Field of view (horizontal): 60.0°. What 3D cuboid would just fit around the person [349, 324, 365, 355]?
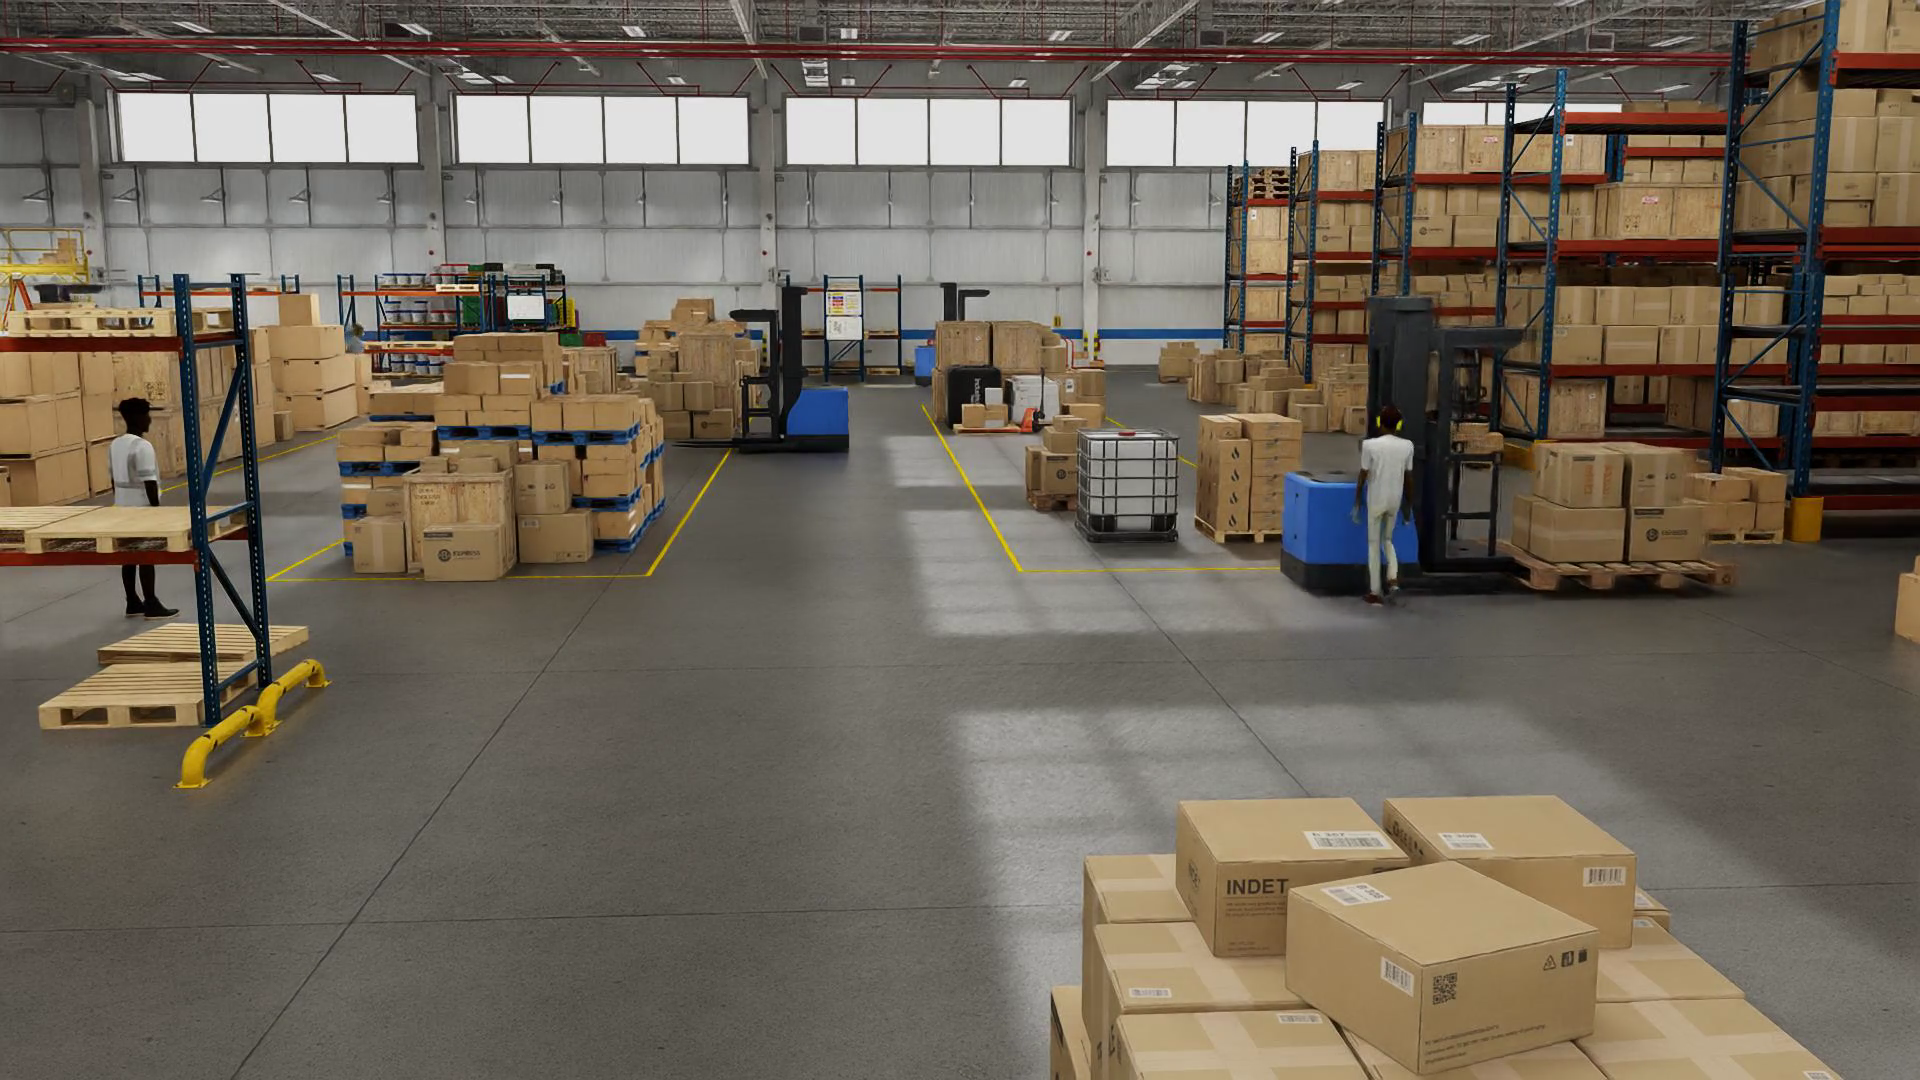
[{"bbox_3d":[-13.760,-3.948,37.824,0.538,1.918,0.650,-4,10,-24],"label":"person"}]

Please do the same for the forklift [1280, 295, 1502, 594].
[{"bbox_3d":[4.155,-0.952,16.008,1.873,2.768,1.129,-1,9,-4],"label":"forklift"}]

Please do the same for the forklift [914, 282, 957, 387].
[{"bbox_3d":[-0.284,-5.566,44.980,1.873,2.768,1.129,-1,9,-4],"label":"forklift"}]

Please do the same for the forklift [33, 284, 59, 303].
[{"bbox_3d":[-19.836,-4.187,36.322,1.873,2.768,1.129,-6,11,-32],"label":"forklift"}]

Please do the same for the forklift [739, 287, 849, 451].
[{"bbox_3d":[-2.857,-2.959,28.607,1.873,2.768,1.129,-1,9,-4],"label":"forklift"}]

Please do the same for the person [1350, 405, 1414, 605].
[{"bbox_3d":[3.868,-0.319,15.271,0.534,1.847,0.386,-2,9,-11],"label":"person"}]

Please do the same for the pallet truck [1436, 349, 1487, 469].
[{"bbox_3d":[8.004,-2.170,26.422,0.823,1.965,1.885,2,9,14],"label":"pallet truck"}]

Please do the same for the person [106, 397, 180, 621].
[{"bbox_3d":[-7.205,-0.273,14.605,0.601,1.967,0.369,6,11,34],"label":"person"}]
